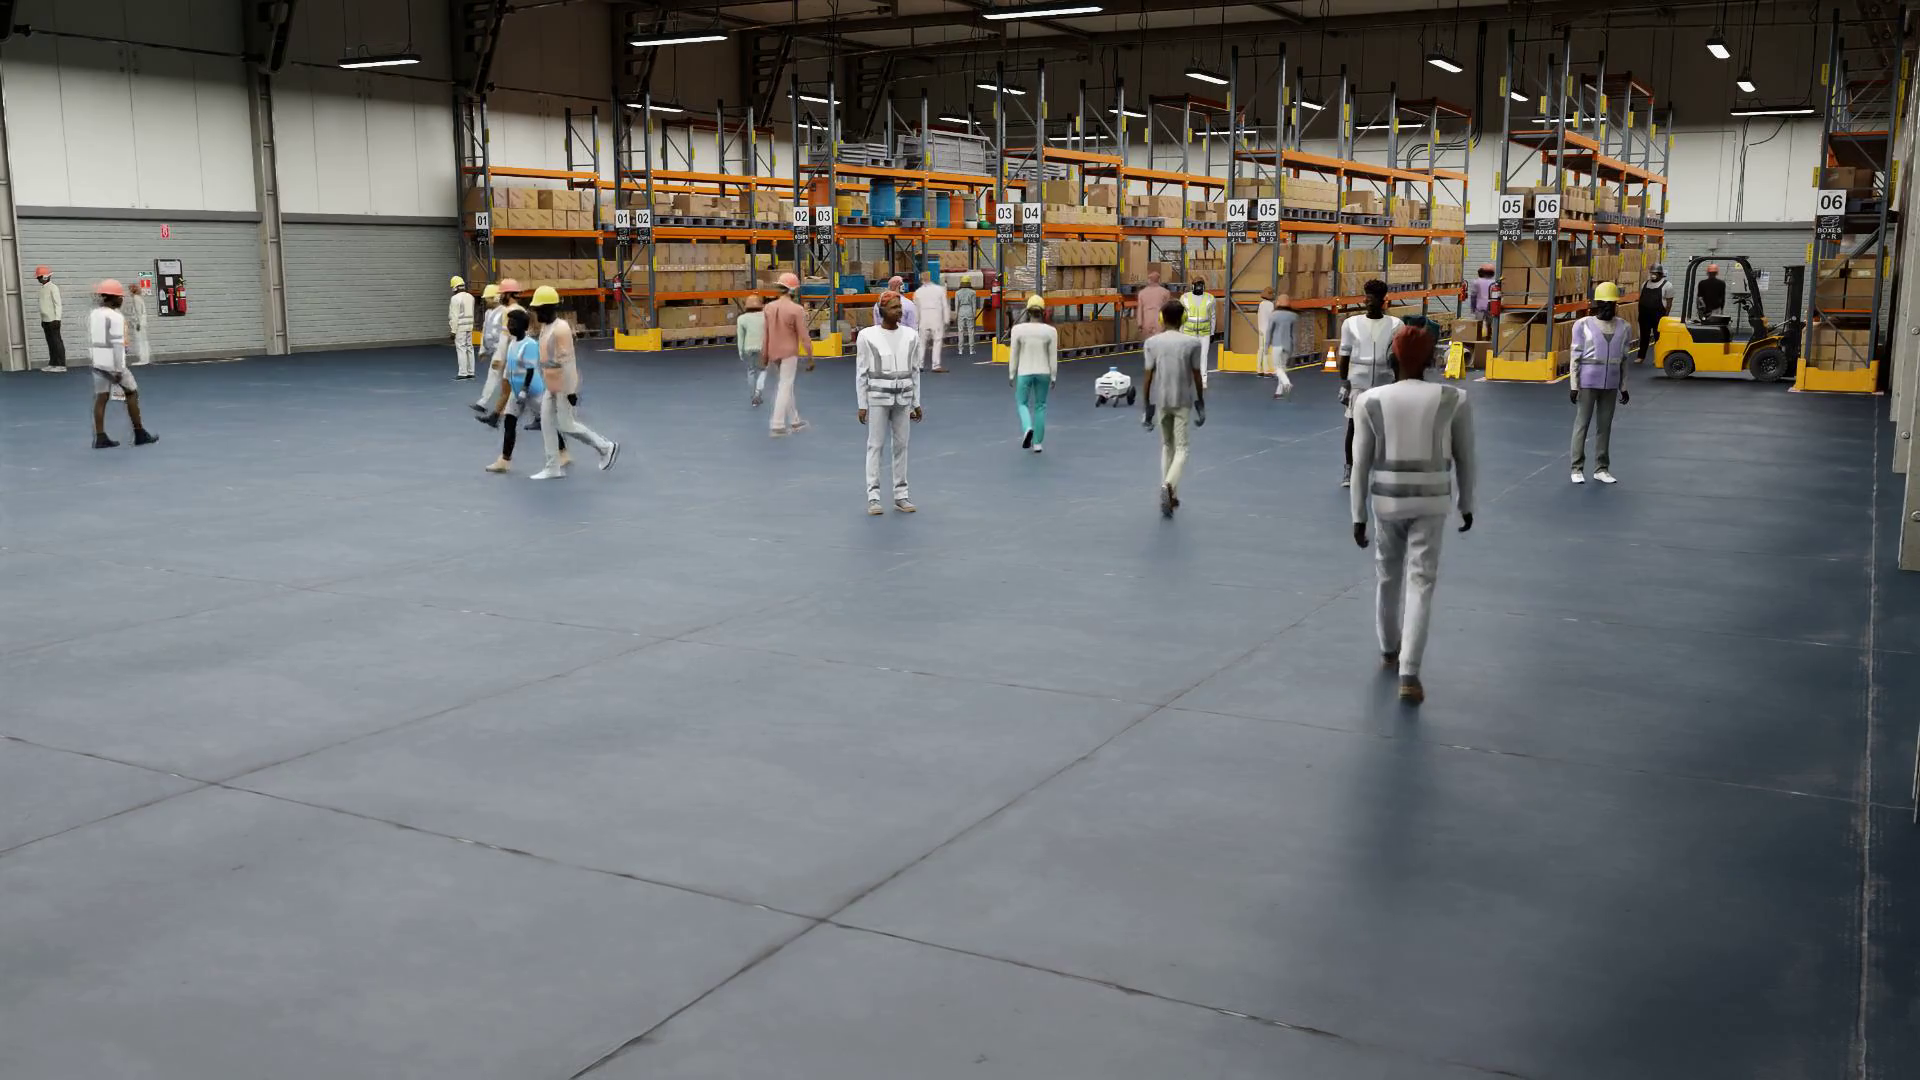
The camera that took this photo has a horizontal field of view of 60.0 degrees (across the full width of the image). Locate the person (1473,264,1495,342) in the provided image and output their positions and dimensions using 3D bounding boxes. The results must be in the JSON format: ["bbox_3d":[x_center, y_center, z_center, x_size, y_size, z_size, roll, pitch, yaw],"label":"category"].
[{"bbox_3d":[12.110,-5.343,38.302,0.607,2.000,1.062,3,10,20],"label":"person"}]

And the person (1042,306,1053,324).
[{"bbox_3d":[2.018,-5.557,40.202,0.553,1.747,0.481,9,13,43],"label":"person"}]

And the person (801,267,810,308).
[{"bbox_3d":[-4.479,-6.992,48.359,0.460,1.840,0.550,-7,12,-35],"label":"person"}]

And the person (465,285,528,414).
[{"bbox_3d":[-6.434,-2.636,23.044,0.958,1.779,0.612,-8,12,-38],"label":"person"}]

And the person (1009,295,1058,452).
[{"bbox_3d":[0.821,-1.831,18.405,0.541,1.751,0.466,-1,10,-3],"label":"person"}]

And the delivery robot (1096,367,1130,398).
[{"bbox_3d":[2.234,-2.276,24.232,0.477,0.478,0.707,4,10,22],"label":"delivery robot"}]

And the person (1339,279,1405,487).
[{"bbox_3d":[3.881,-1.473,15.689,0.608,1.963,0.369,1,10,6],"label":"person"}]

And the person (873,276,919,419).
[{"bbox_3d":[-0.829,-2.572,22.278,0.643,1.913,0.411,5,11,26],"label":"person"}]

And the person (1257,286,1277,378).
[{"bbox_3d":[5.518,-3.733,29.880,0.283,1.634,0.498,-3,10,-18],"label":"person"}]

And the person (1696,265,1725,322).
[{"bbox_3d":[17.537,-5.436,38.871,0.619,1.962,0.885,4,10,22],"label":"person"}]

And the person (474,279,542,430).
[{"bbox_3d":[-5.644,-2.312,20.824,0.997,1.881,0.552,0,10,1],"label":"person"}]

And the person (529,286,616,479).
[{"bbox_3d":[-3.816,-1.534,16.264,0.741,1.902,0.587,-6,11,-30],"label":"person"}]

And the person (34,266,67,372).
[{"bbox_3d":[-17.164,-4.163,31.356,0.616,1.989,0.394,7,12,37],"label":"person"}]

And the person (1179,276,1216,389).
[{"bbox_3d":[3.876,-3.390,27.263,0.632,1.846,0.429,1,10,3],"label":"person"}]

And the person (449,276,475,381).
[{"bbox_3d":[-8.720,-3.688,29.075,0.403,1.822,0.588,3,10,18],"label":"person"}]

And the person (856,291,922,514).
[{"bbox_3d":[-0.595,-1.161,14.090,0.584,1.884,0.346,-4,11,-24],"label":"person"}]

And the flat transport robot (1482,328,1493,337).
[{"bbox_3d":[14.146,-5.592,44.756,0.652,0.197,1.431,1,10,8],"label":"flat transport robot"}]

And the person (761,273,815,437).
[{"bbox_3d":[-2.018,-2.254,20.262,0.664,1.957,0.908,7,12,37],"label":"person"}]

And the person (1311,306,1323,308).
[{"bbox_3d":[8.794,-5.879,41.650,0.655,1.906,0.407,6,11,30],"label":"person"}]

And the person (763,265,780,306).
[{"bbox_3d":[-5.345,-6.828,47.170,0.597,1.918,0.383,6,11,32],"label":"person"}]

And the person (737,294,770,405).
[{"bbox_3d":[-2.976,-2.755,24.170,0.525,1.620,0.421,0,10,1],"label":"person"}]

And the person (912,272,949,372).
[{"bbox_3d":[-0.563,-4.061,31.132,0.738,1.874,0.422,3,10,15],"label":"person"}]

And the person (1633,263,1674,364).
[{"bbox_3d":[13.984,-4.567,33.580,0.536,2.000,0.674,-9,13,-42],"label":"person"}]

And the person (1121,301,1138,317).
[{"bbox_3d":[4.605,-6.247,44.546,0.554,1.642,0.885,2,10,13],"label":"person"}]

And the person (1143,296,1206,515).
[{"bbox_3d":[1.793,-1.135,14.064,0.519,1.843,0.792,4,11,23],"label":"person"}]

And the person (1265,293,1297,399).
[{"bbox_3d":[4.906,-2.930,25.218,0.506,1.619,0.575,-4,10,-22],"label":"person"}]

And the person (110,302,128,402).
[{"bbox_3d":[-12.652,-2.896,24.969,0.512,1.639,0.311,10,14,44],"label":"person"}]

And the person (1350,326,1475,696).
[{"bbox_3d":[2.277,-0.160,8.417,0.592,1.835,1.003,4,10,21],"label":"person"}]

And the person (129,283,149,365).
[{"bbox_3d":[-16.434,-4.316,33.291,0.310,1.636,0.522,-4,10,-22],"label":"person"}]

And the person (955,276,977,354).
[{"bbox_3d":[0.134,-5.001,37.015,0.483,1.736,0.311,1,10,7],"label":"person"}]

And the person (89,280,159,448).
[{"bbox_3d":[-9.628,-2.014,19.051,0.547,1.898,0.854,4,11,24],"label":"person"}]

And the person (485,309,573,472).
[{"bbox_3d":[-4.373,-1.513,16.882,0.547,1.649,0.888,10,14,44],"label":"person"}]

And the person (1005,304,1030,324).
[{"bbox_3d":[1.410,-5.284,38.209,0.638,1.905,0.988,3,10,19],"label":"person"}]

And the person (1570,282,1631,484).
[{"bbox_3d":[6.139,-1.501,15.954,0.585,1.929,0.370,-1,10,-5],"label":"person"}]

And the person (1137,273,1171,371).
[{"bbox_3d":[3.737,-4.148,31.672,0.640,1.856,0.994,5,11,27],"label":"person"}]

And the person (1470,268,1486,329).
[{"bbox_3d":[13.974,-6.364,44.639,0.512,1.860,0.331,5,11,27],"label":"person"}]
